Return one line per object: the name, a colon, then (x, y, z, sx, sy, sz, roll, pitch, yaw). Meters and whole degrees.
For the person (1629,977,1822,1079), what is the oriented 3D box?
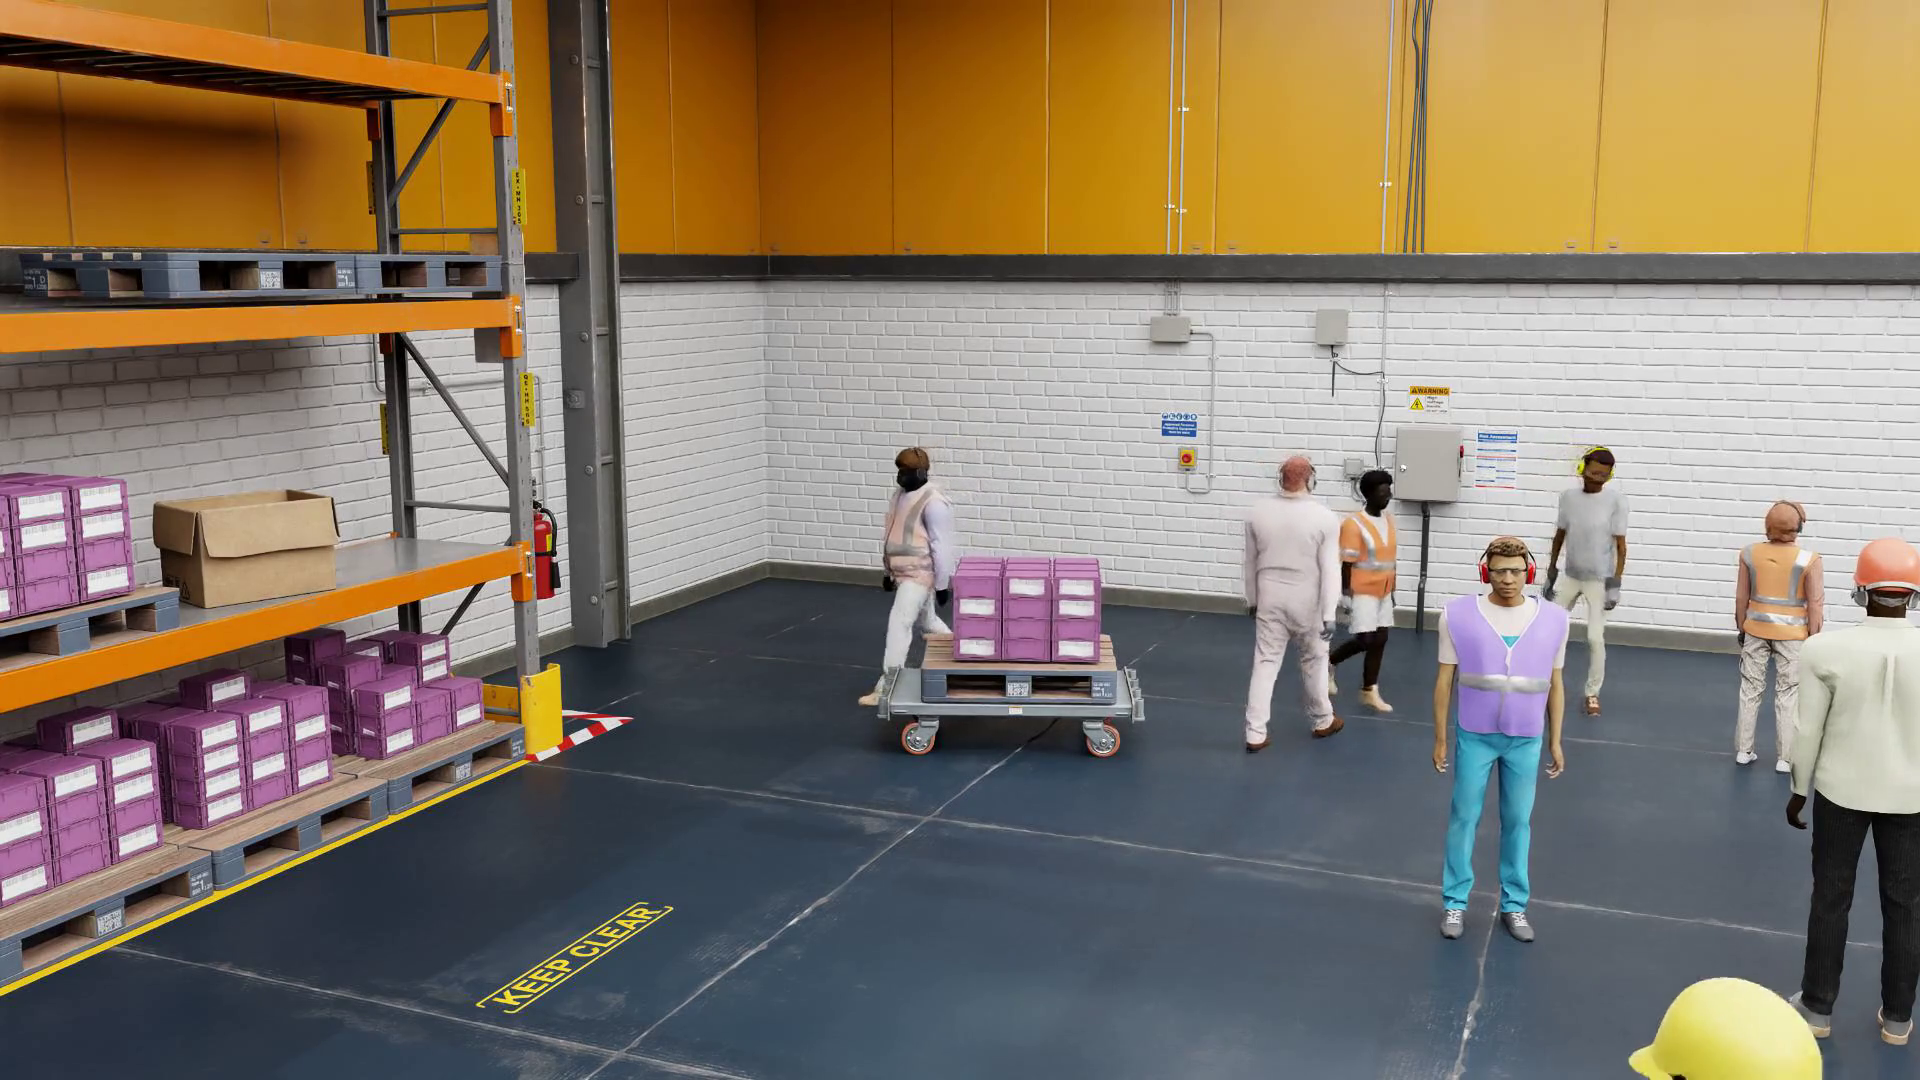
person: (1.232, 1.645, 2.711, 0.601, 1.914, 0.420, -7, 12, -37)

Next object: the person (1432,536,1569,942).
person: (2.426, 0.886, 7.503, 0.575, 1.843, 0.375, 1, 9, 7)

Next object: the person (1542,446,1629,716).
person: (4.178, 0.258, 11.356, 0.328, 1.838, 0.756, -8, 12, -40)

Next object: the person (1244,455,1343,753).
person: (2.116, 0.387, 10.499, 0.667, 1.861, 0.907, 7, 11, 35)

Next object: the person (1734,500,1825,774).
person: (4.896, 0.580, 9.972, 0.309, 1.645, 0.514, -8, 12, -39)

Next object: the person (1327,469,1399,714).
person: (2.741, 0.335, 11.335, 0.542, 1.675, 0.475, -7, 12, -37)

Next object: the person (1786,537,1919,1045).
person: (3.557, 0.978, 6.488, 0.612, 1.997, 0.375, 3, 10, 17)

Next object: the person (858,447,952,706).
person: (-0.260, 0.237, 11.629, 0.948, 1.799, 0.618, -4, 10, -24)
